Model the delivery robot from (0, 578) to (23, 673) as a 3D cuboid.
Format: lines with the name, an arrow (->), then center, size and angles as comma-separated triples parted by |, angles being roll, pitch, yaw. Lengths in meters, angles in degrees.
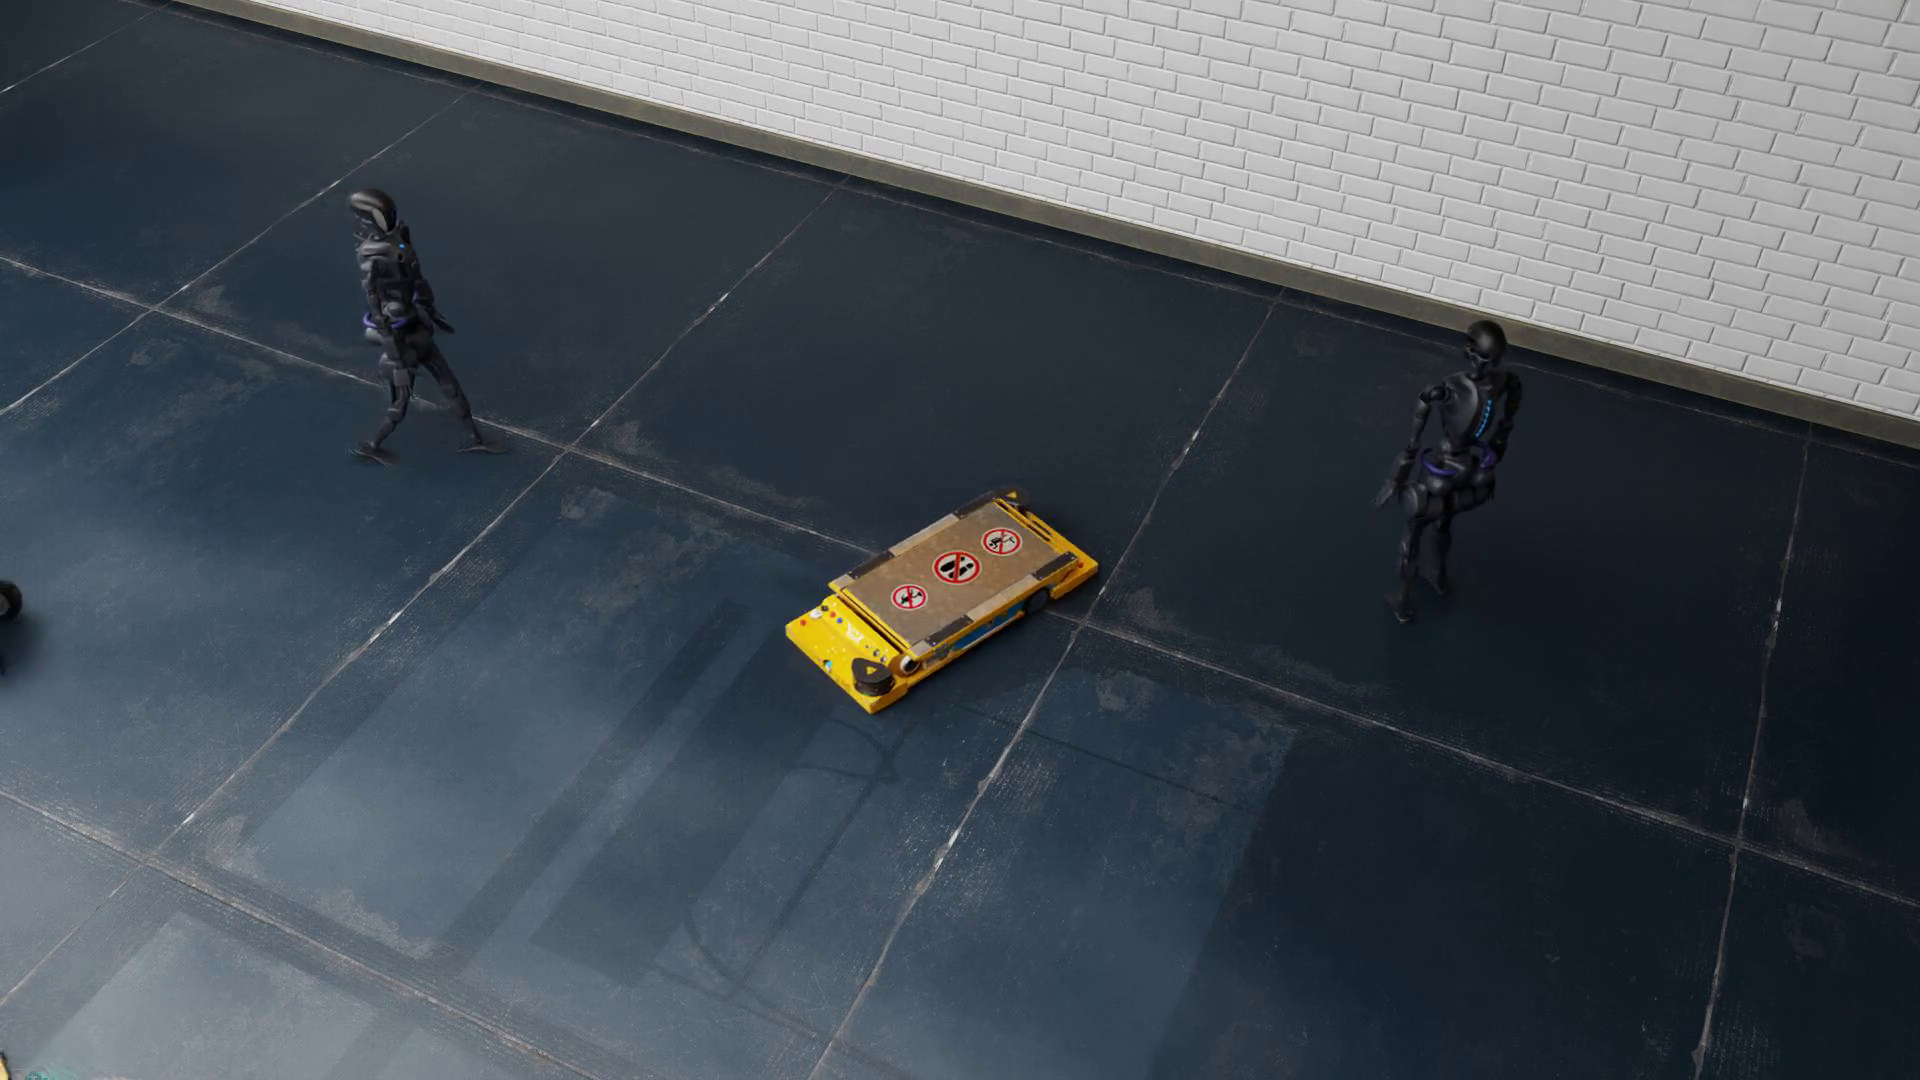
delivery robot -> -4.787, 0.361, 7.658 | 0.784, 0.599, 0.499 | -8, 43, -8

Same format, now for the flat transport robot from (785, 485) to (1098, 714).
flat transport robot -> -0.072, 0.252, 7.984 | 1.431, 0.231, 0.659 | -30, 51, -29

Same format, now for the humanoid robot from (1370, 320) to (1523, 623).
humanoid robot -> 2.172, -0.292, 7.535 | 0.614, 1.652, 0.357 | -13, 44, -13

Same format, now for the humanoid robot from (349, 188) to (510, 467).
humanoid robot -> -2.832, -1.046, 8.385 | 0.769, 1.639, 0.586 | 2, 43, 3

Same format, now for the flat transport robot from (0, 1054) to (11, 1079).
flat transport robot -> -4.105, 2.249, 5.828 | 1.431, 0.231, 0.659 | -28, 50, -27
